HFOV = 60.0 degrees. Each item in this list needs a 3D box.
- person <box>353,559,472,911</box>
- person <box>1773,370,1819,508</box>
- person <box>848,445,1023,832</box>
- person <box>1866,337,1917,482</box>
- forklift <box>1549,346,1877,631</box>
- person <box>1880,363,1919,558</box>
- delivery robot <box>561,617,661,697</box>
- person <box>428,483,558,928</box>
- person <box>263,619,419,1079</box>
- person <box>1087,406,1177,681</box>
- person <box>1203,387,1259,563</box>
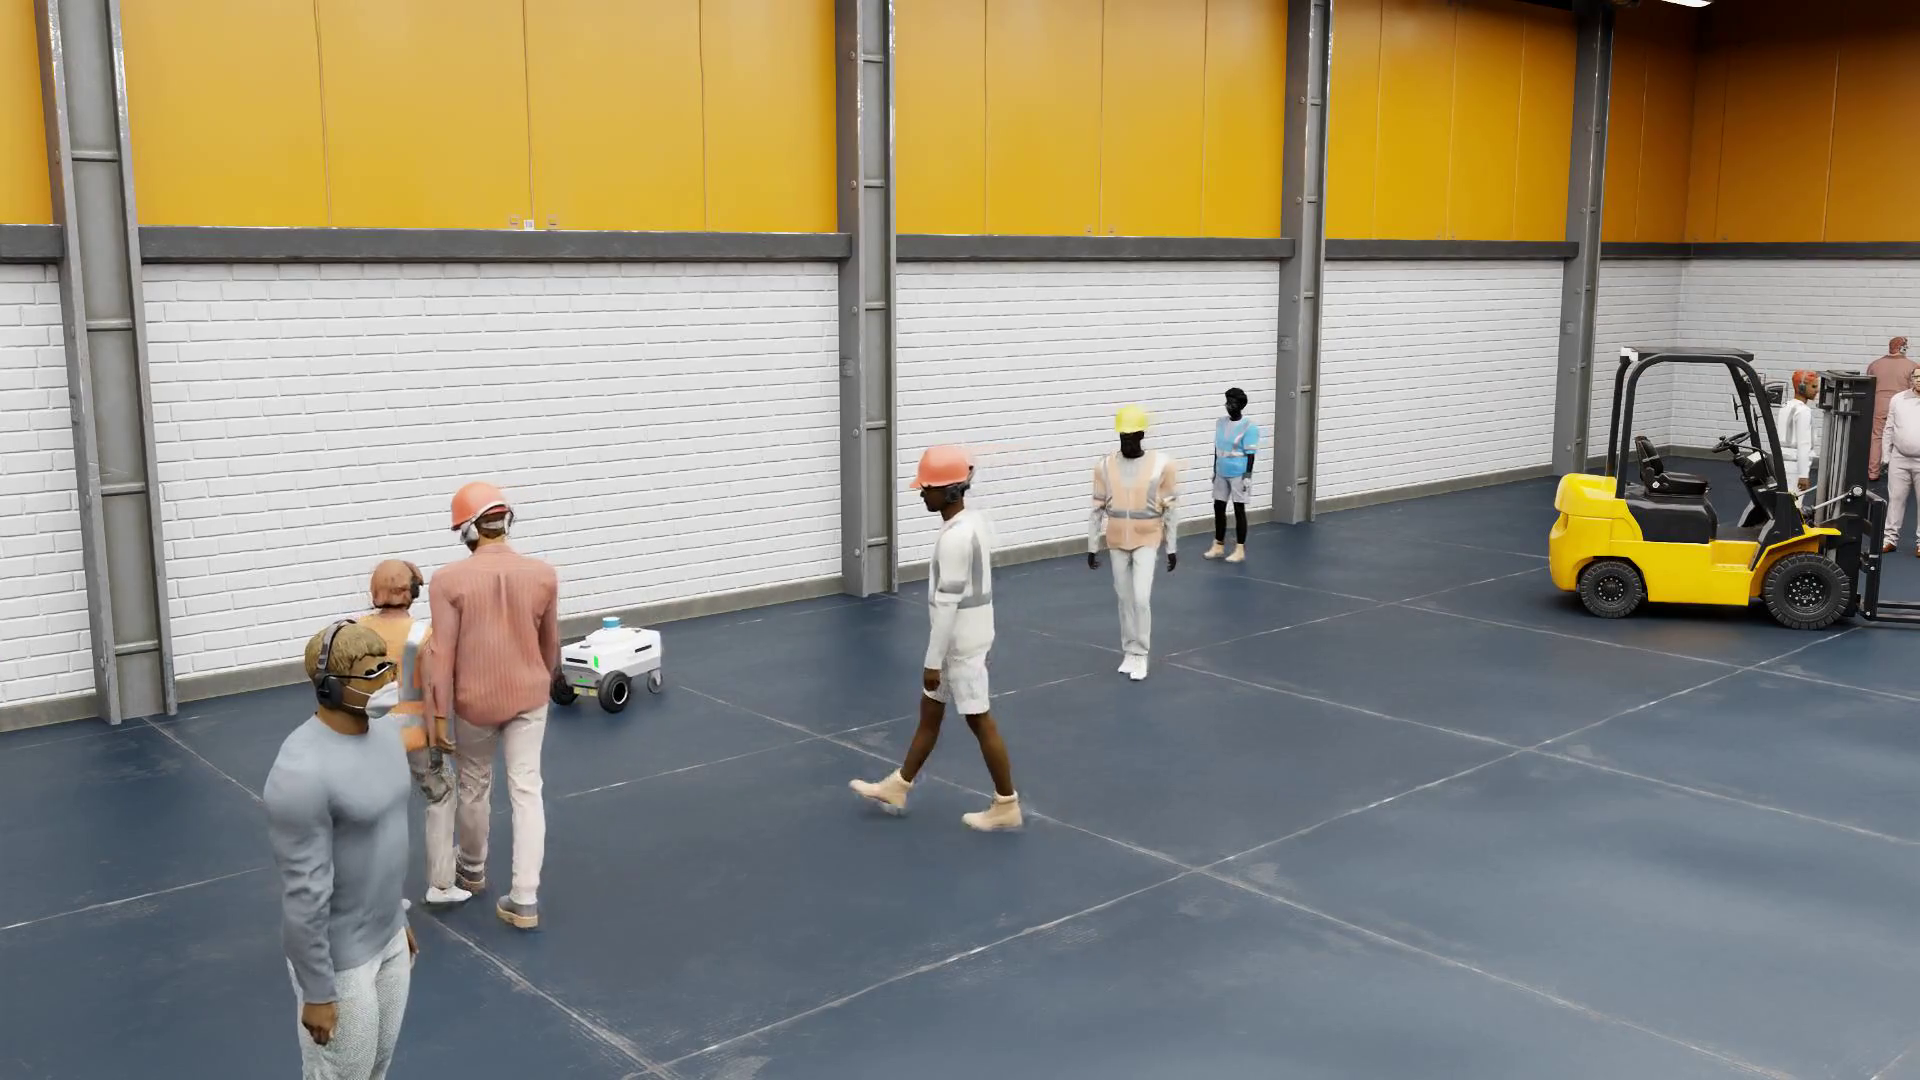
[{"bbox_3d":[-2.473,0.880,7.417,0.517,1.618,0.539,2,10,13],"label":"person"},{"bbox_3d":[7.842,-0.656,15.645,0.354,1.881,0.576,1,10,7],"label":"person"},{"bbox_3d":[-0.134,0.513,8.465,1.014,1.992,0.613,1,10,6],"label":"person"},{"bbox_3d":[12.109,-1.682,21.604,0.400,1.902,0.643,-8,12,-39],"label":"person"},{"bbox_3d":[6.109,-0.478,13.691,2.313,2.155,1.214,3,10,16],"label":"forklift"},{"bbox_3d":[9.374,-0.784,16.317,0.639,1.910,0.407,9,14,44],"label":"person"},{"bbox_3d":[-2.302,0.754,10.997,0.477,0.478,0.707,5,11,27],"label":"delivery robot"},{"bbox_3d":[-2.117,0.712,7.481,0.624,1.925,0.956,-6,12,-33],"label":"person"},{"bbox_3d":[-1.733,1.174,4.766,0.374,1.939,0.628,1,10,3],"label":"person"},{"bbox_3d":[1.173,0.024,11.564,0.620,1.905,0.661,4,10,22],"label":"person"},{"bbox_3d":[2.633,-0.630,16.050,0.349,1.693,0.547,-7,12,-37],"label":"person"}]
